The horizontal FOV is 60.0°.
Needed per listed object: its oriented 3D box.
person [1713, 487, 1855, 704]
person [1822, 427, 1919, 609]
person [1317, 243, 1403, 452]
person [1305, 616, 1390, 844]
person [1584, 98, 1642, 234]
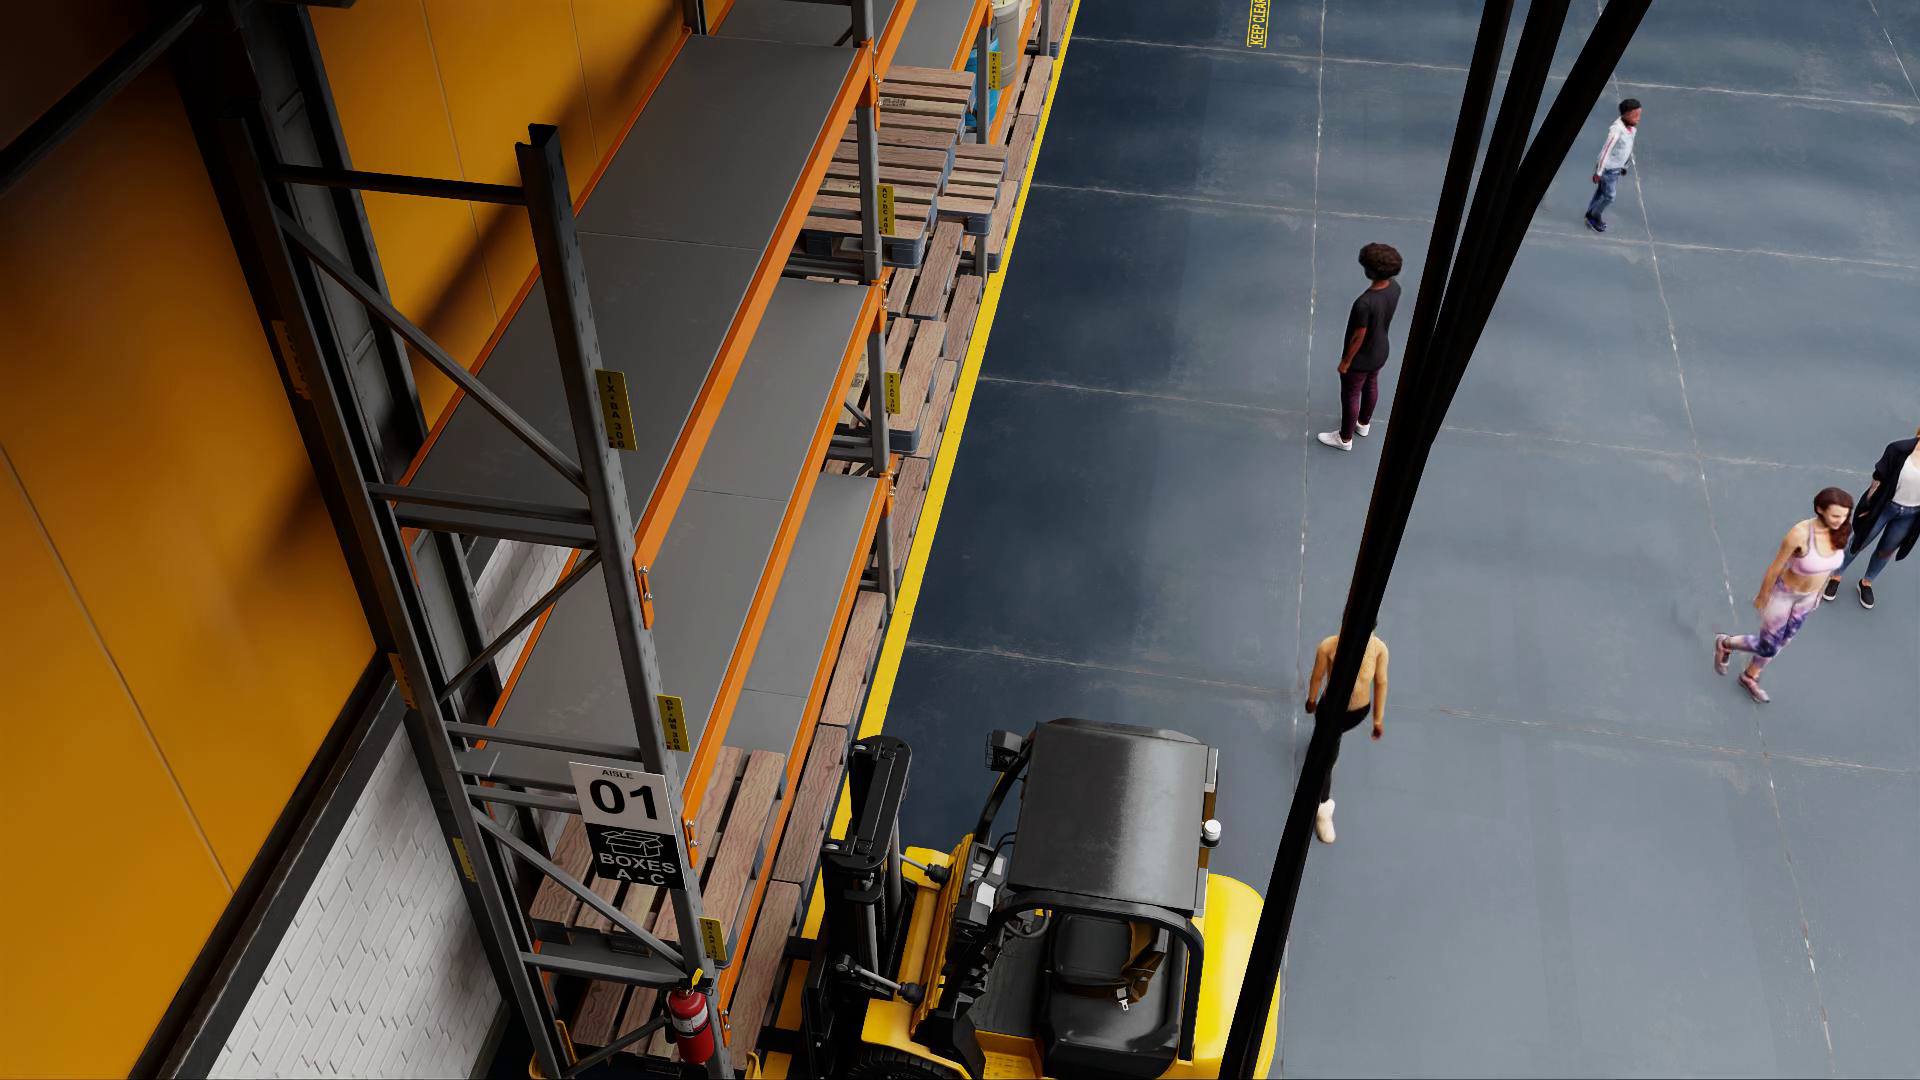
[{"bbox_3d":[5.253,0.302,10.620,0.743,1.758,0.829,-13,45,-13],"label":"person"},{"bbox_3d":[6.318,-0.229,11.231,0.666,1.683,0.606,14,45,14],"label":"person"},{"bbox_3d":[3.037,-1.446,12.439,0.782,1.780,0.687,33,53,30],"label":"person"},{"bbox_3d":[2.309,0.944,10.046,0.745,1.620,1.151,-1,44,-1],"label":"person"},{"bbox_3d":[5.778,-3.381,14.852,0.594,1.253,0.664,-32,52,-29],"label":"person"}]
